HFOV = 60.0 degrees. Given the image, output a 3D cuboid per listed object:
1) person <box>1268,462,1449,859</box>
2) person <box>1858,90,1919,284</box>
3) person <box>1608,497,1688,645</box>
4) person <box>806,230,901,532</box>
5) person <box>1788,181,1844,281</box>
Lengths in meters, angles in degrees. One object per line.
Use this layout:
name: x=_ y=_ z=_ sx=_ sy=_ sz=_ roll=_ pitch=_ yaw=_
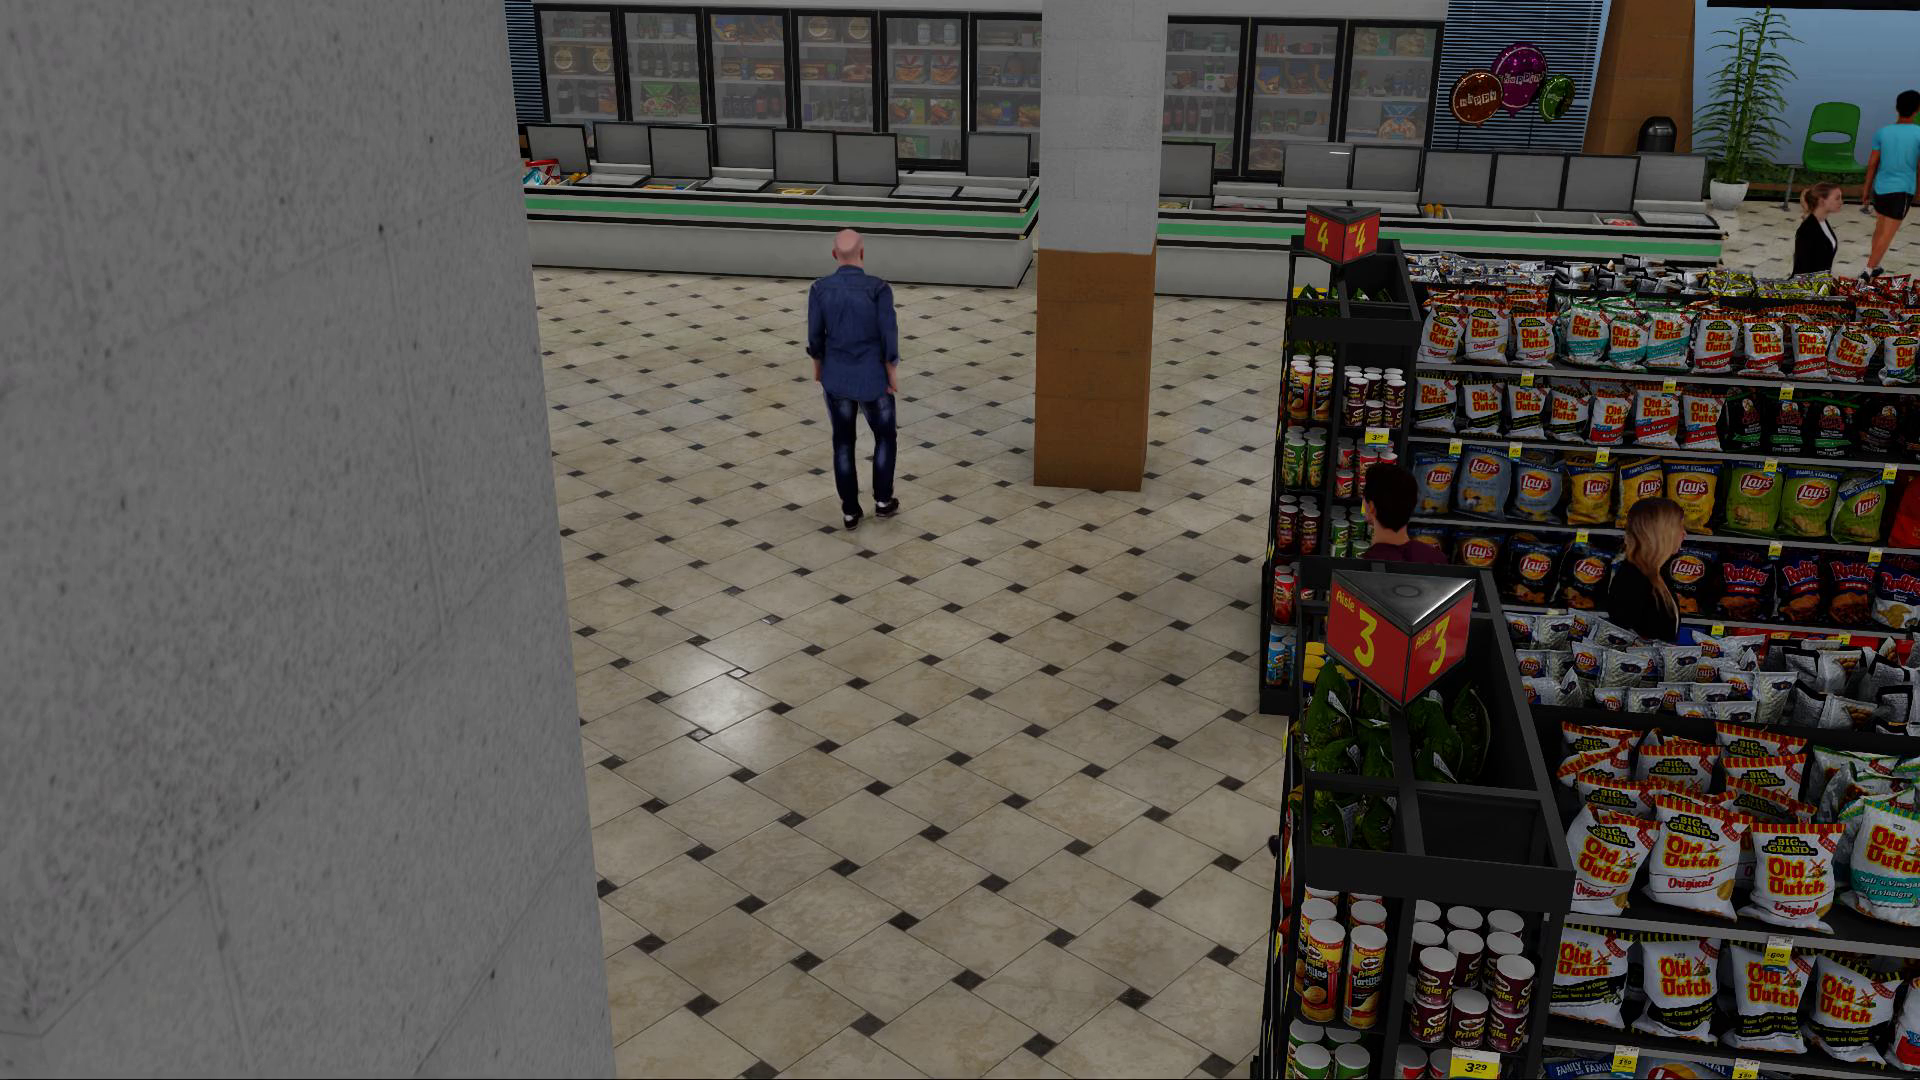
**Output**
person: x=1.624 y=0.658 z=6.253 sx=1.037 sy=1.809 sz=1.050 roll=-11 pitch=26 yaw=-24
person: x=8.333 y=-3.080 z=14.886 sx=1.114 sy=1.736 sz=1.150 roll=-20 pitch=31 yaw=-39
person: x=2.488 y=0.615 z=6.589 sx=1.127 sy=1.618 sz=0.781 roll=11 pitch=26 yaw=24
person: x=-0.624 y=-0.901 z=9.812 sx=0.625 sy=1.813 sz=0.791 roll=4 pitch=24 yaw=10
person: x=5.855 y=-1.683 z=11.792 sx=1.023 sy=1.657 sz=1.170 roll=-22 pitch=32 yaw=-40
